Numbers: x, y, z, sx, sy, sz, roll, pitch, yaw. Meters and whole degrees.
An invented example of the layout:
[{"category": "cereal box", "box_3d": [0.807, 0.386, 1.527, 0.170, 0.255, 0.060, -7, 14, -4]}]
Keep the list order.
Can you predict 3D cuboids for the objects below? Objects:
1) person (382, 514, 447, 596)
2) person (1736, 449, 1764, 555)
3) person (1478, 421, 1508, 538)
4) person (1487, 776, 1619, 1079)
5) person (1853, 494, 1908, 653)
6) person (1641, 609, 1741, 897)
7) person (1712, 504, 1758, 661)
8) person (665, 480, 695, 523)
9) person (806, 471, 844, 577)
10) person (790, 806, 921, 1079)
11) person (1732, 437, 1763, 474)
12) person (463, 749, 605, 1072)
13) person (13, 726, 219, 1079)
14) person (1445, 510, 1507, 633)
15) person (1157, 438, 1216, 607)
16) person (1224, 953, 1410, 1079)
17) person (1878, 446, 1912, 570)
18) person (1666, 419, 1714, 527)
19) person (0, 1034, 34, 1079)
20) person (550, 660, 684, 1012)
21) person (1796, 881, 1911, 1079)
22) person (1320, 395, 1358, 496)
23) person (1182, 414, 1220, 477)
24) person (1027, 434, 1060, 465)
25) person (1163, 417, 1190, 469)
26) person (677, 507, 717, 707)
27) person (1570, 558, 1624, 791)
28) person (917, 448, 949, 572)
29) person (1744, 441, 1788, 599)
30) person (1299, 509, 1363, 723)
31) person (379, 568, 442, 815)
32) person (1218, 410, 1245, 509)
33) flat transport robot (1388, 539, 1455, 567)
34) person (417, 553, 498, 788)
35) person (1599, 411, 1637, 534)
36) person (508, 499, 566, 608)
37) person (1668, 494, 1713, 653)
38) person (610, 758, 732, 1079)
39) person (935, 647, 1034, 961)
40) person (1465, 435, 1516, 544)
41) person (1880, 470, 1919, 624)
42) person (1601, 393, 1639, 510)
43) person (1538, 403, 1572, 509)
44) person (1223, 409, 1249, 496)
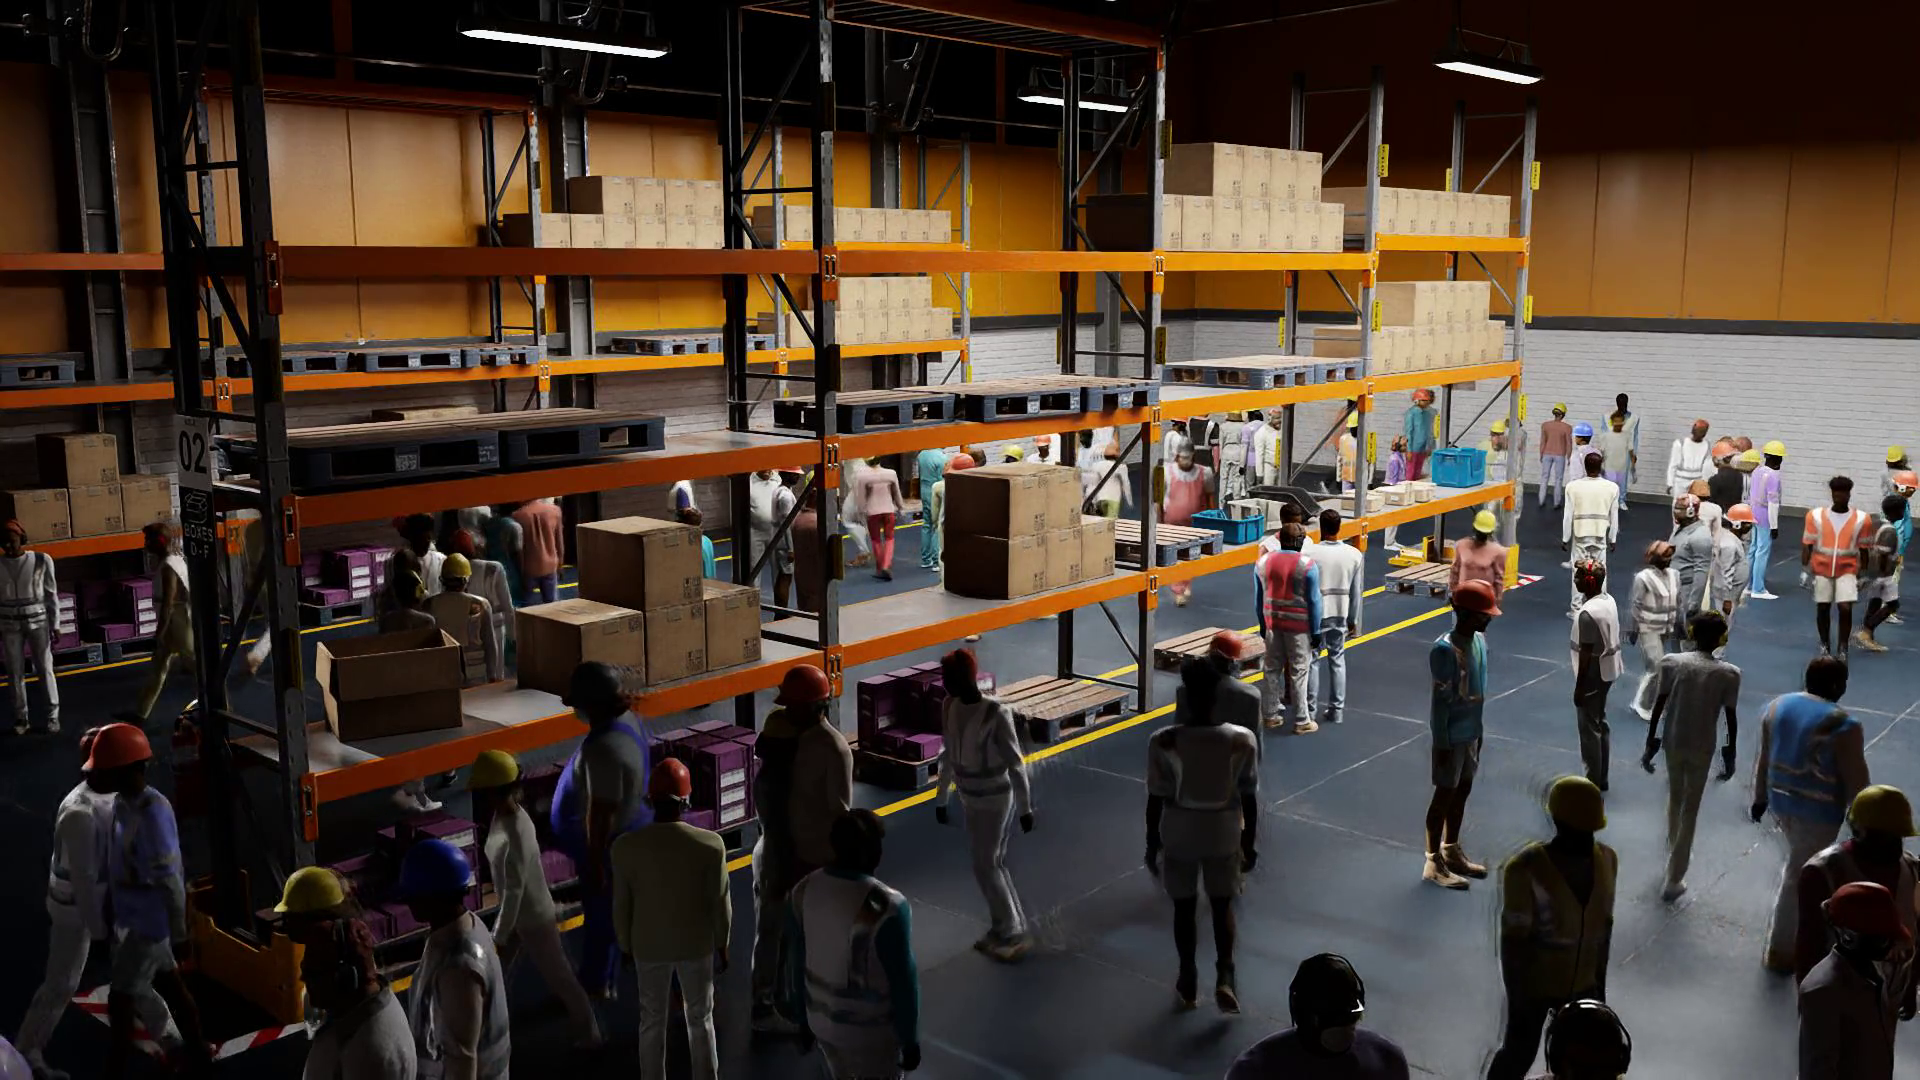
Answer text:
[{"category": "person", "box_3d": [-4.594, 0.736, 14.173, 0.385, 1.950, 0.608, 9, 13, 43]}, {"category": "person", "box_3d": [9.832, -0.271, 20.821, 0.316, 1.733, 0.516, 2, 10, 11]}, {"category": "person", "box_3d": [7.953, -0.916, 24.706, 0.543, 1.724, 0.824, 3, 10, 16]}, {"category": "person", "box_3d": [2.642, 1.940, 7.234, 0.606, 1.864, 0.968, -3, 10, -16]}, {"category": "person", "box_3d": [9.557, 0.350, 17.241, 0.356, 1.682, 0.537, 3, 10, 17]}, {"category": "person", "box_3d": [4.777, 1.354, 10.840, 0.524, 1.819, 0.898, 8, 12, 38]}, {"category": "person", "box_3d": [7.485, 0.510, 16.119, 0.353, 1.744, 0.566, 6, 11, 31]}, {"category": "person", "box_3d": [-3.245, -0.093, 19.519, 0.459, 1.818, 0.635, -3, 10, -18]}, {"category": "person", "box_3d": [-1.739, -0.342, 21.349, 0.533, 1.697, 0.318, 7, 12, 36]}, {"category": "person", "box_3d": [-0.486, 2.019, 6.885, 0.625, 1.821, 0.668, 9, 13, 43]}, {"category": "person", "box_3d": [11.079, -0.658, 23.515, 0.564, 1.589, 0.825, 7, 12, 34]}, {"category": "person", "box_3d": [-2.206, 1.854, 8.184, 0.929, 1.708, 0.521, -5, 11, -30]}, {"category": "person", "box_3d": [-4.233, 1.800, 8.140, 0.996, 1.829, 0.589, -1, 10, -7]}, {"category": "person", "box_3d": [4.951, 0.542, 15.916, 0.557, 1.735, 0.550, 7, 12, 37]}, {"category": "person", "box_3d": [2.701, -0.266, 19.874, 0.682, 2.000, 1.025, 0, 10, -3]}, {"category": "person", "box_3d": [1.132, 2.228, 5.286, 0.631, 1.939, 0.369, -3, 10, -17]}, {"category": "person", "box_3d": [12.238, -0.398, 21.692, 0.670, 1.698, 0.356, -4, 10, -22]}, {"category": "person", "box_3d": [10.348, -0.801, 23.603, 0.614, 1.862, 0.628, 3, 10, 18]}, {"category": "person", "box_3d": [-3.140, 2.238, 5.463, 0.673, 1.869, 0.550, 9, 13, 42]}, {"category": "person", "box_3d": [-1.809, 1.570, 8.913, 0.805, 2.000, 0.694, 0, 10, -1]}, {"category": "person", "box_3d": [3.377, 2.142, 6.347, 0.323, 1.752, 0.562, 9, 13, 43]}, {"category": "person", "box_3d": [6.548, -1.632, 28.480, 0.650, 1.893, 0.655, 1, 10, 6]}, {"category": "person", "box_3d": [3.692, -1.192, 25.459, 0.612, 2.029, 0.407, 5, 11, 28]}, {"category": "person", "box_3d": [1.152, -0.620, 22.888, 0.558, 1.742, 0.358, 4, 10, 23]}, {"category": "person", "box_3d": [3.166, -0.949, 24.306, 0.388, 1.926, 0.549, -1, 10, -6]}, {"category": "person", "box_3d": [-2.397, 0.613, 15.202, 0.390, 1.846, 0.564, 2, 10, 10]}, {"category": "person", "box_3d": [4.813, 1.053, 12.626, 0.392, 1.836, 0.561, 6, 11, 33]}, {"category": "person", "box_3d": [-0.302, -0.534, 21.909, 0.399, 1.899, 0.647, -6, 11, -30]}, {"category": "person", "box_3d": [9.747, -0.243, 20.107, 0.394, 1.918, 0.585, 1, 10, 4]}, {"category": "person", "box_3d": [3.238, 0.679, 14.640, 0.600, 1.908, 0.396, -2, 10, -12]}, {"category": "person", "box_3d": [-3.975, 1.131, 12.115, 0.570, 1.845, 0.423, 4, 10, 24]}, {"category": "person", "box_3d": [4.488, -1.358, 27.322, 0.492, 1.731, 0.324, 3, 10, 19]}, {"category": "flat transport robot", "box_3d": [6.458, 0.186, 22.448, 1.431, 0.197, 0.652, -9, 13, -43]}, {"category": "person", "box_3d": [-3.872, 1.009, 12.882, 0.601, 1.830, 0.404, -1, 10, -3]}, {"category": "person", "box_3d": [9.940, -1.057, 25.213, 0.528, 1.840, 0.895, 1, 10, 4]}, {"category": "person", "box_3d": [-4.252, 0.291, 16.730, 0.638, 1.975, 0.615, -6, 11, -33]}, {"category": "person", "box_3d": [6.787, 0.509, 15.649, 0.405, 1.905, 0.652, 1, 10, 4]}, {"category": "person", "box_3d": [-1.354, 1.887, 7.874, 0.559, 1.752, 0.326, -1, 10, -4]}, {"category": "person", "box_3d": [0.137, 1.523, 9.744, 0.496, 1.852, 0.590, -7, 12, -36]}, {"category": "person", "box_3d": [7.579, -0.685, 23.655, 0.779, 1.602, 0.521, 3, 10, 15]}, {"category": "person", "box_3d": [10.556, 0.076, 18.726, 0.349, 1.740, 0.575, 4, 10, 23]}, {"category": "person", "box_3d": [10.815, -1.454, 27.322, 0.594, 1.921, 0.387, 2, 10, 12]}, {"category": "person", "box_3d": [9.826, -1.388, 27.426, 0.534, 1.755, 0.341, 8, 13, 40]}, {"category": "person", "box_3d": [4.845, -1.720, 28.890, 0.585, 1.928, 0.369, 5, 11, 25]}]
